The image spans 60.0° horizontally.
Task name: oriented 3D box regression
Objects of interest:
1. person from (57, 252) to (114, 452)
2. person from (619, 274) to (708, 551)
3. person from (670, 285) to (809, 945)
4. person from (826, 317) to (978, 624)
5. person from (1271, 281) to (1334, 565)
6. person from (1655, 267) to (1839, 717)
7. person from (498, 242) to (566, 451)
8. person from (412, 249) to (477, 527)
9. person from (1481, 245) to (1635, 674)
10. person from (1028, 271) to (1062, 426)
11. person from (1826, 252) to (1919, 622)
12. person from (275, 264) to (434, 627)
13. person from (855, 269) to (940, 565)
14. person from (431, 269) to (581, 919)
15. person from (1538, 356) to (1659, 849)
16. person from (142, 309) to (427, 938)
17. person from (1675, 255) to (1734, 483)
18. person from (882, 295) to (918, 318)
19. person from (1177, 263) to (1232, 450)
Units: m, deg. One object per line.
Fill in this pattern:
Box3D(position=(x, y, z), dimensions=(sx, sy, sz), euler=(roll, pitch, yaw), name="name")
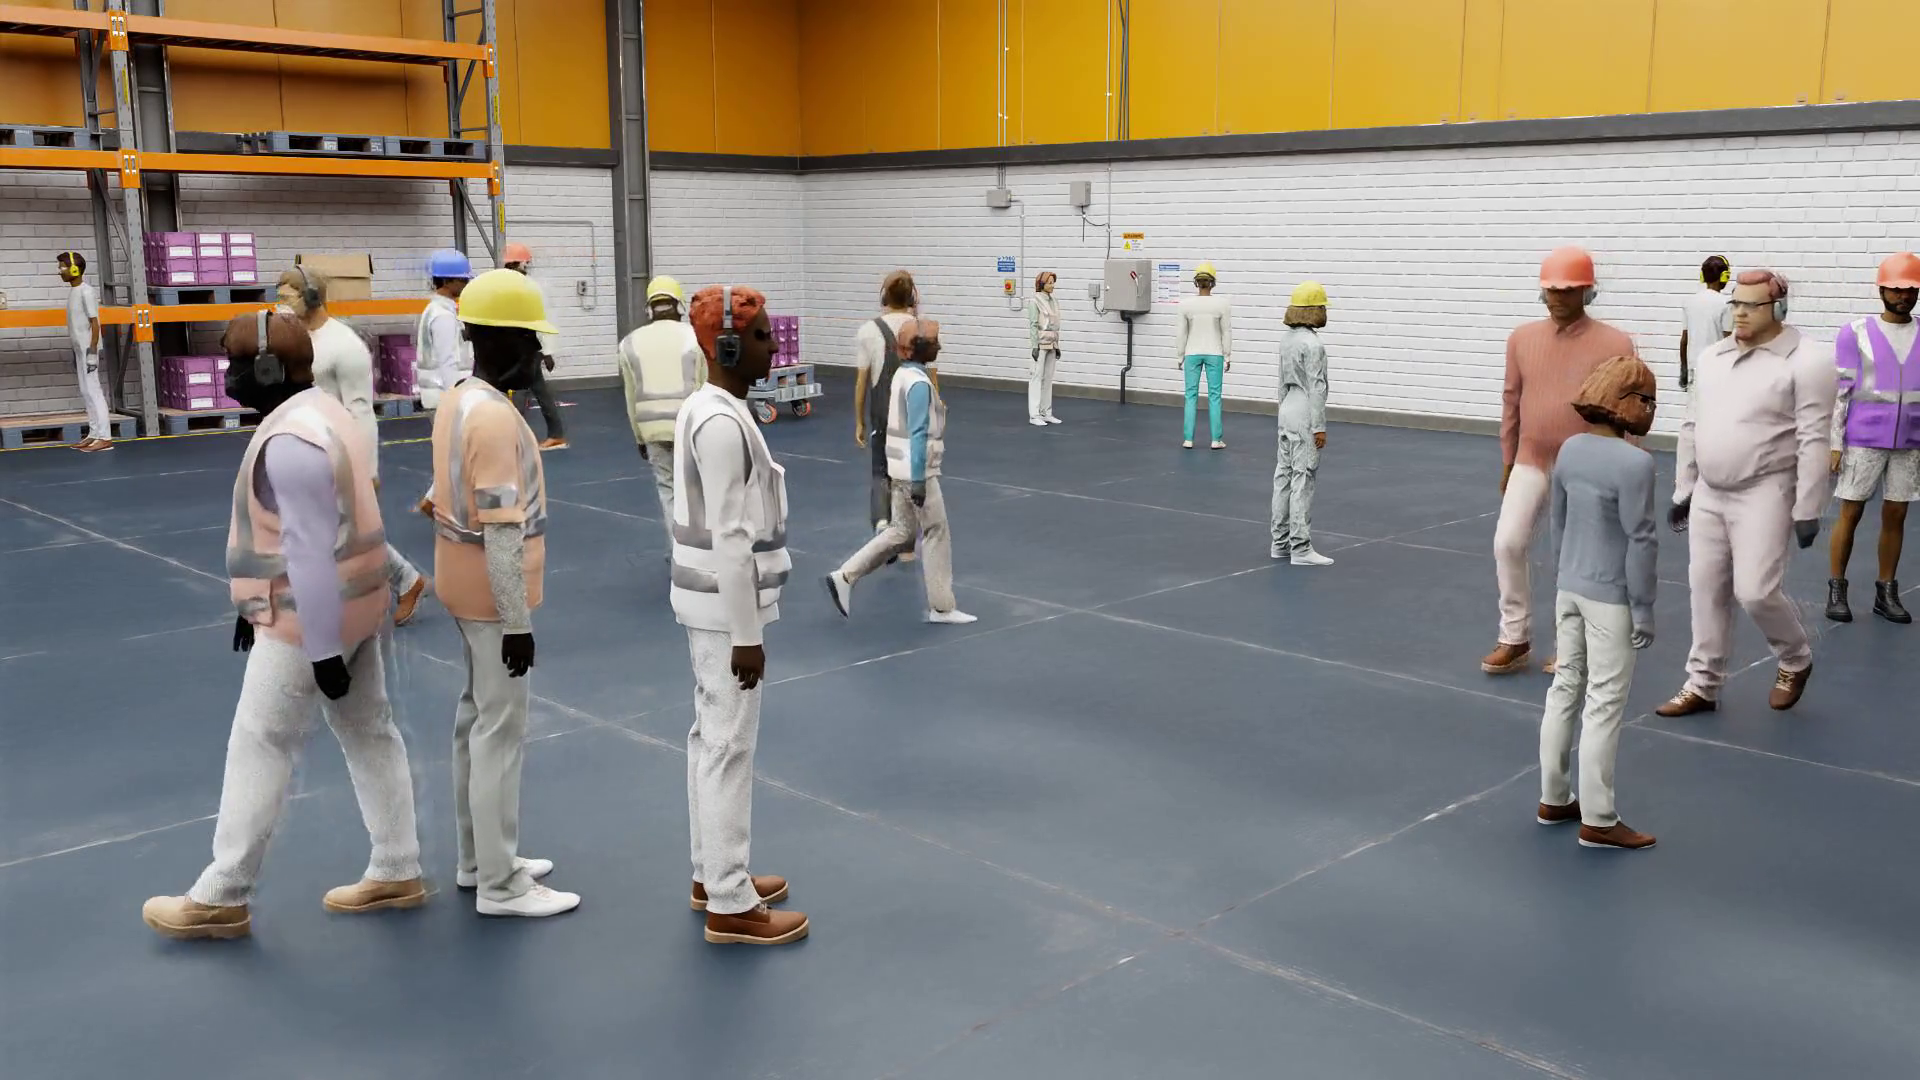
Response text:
Box3D(position=(-8.240, -1.764, 15.645), dimensions=(0.312, 1.864, 0.532), euler=(-9, 14, -42), name="person")
Box3D(position=(-1.657, -0.634, 9.684), dimensions=(0.623, 1.798, 0.479), euler=(1, 10, 7), name="person")
Box3D(position=(-0.654, 0.215, 4.802), dimensions=(0.353, 1.883, 0.573), euler=(-3, 11, -14), name="person")
Box3D(position=(-0.303, -0.345, 8.598), dimensions=(0.720, 1.616, 0.523), euler=(-2, 11, -12), name="person")
Box3D(position=(2.130, -0.720, 10.282), dimensions=(0.296, 1.744, 0.487), euler=(-3, 11, -16), name="person")
Box3D(position=(3.281, -0.179, 6.934), dimensions=(0.573, 1.898, 0.656), euler=(-5, 11, -23), name="person")
Box3D(position=(-4.105, -1.767, 15.425), dimensions=(0.996, 1.940, 0.628), euler=(-8, 13, -37), name="person")
Box3D(position=(-3.314, -0.926, 10.886), dimensions=(0.436, 1.927, 0.634), euler=(-3, 11, -16), name="person")
Box3D(position=(2.699, -0.335, 7.538), dimensions=(0.637, 1.966, 0.684), euler=(9, 14, 41), name="person")
Box3D(position=(0.902, -2.044, 17.790), dimensions=(0.309, 1.639, 0.514), euler=(7, 12, 33), name="person")
Box3D(position=(4.834, -0.525, 8.686), dimensions=(0.552, 1.936, 0.359), euler=(1, 10, 8), name="person")
Box3D(position=(-3.069, -0.414, 8.233), dimensions=(0.617, 1.901, 0.992), euler=(8, 13, 38), name="person")
Box3D(position=(-0.377, -0.709, 10.025), dimensions=(0.518, 1.827, 0.670), euler=(0, 10, 0), name="person")
Box3D(position=(-1.369, 0.162, 4.980), dimensions=(0.382, 1.923, 0.591), euler=(-5, 11, -24), name="person")
Box3D(position=(2.144, 0.203, 5.548), dimensions=(0.287, 1.633, 0.497), euler=(-2, 11, -13), name="person")
Box3D(position=(-2.003, 0.248, 4.830), dimensions=(0.858, 1.806, 0.625), euler=(-1, 10, -8), name="person")
Box3D(position=(6.038, -1.356, 13.429), dimensions=(0.332, 1.864, 0.519), euler=(-5, 12, -26), name="person")
Box3D(position=(-0.763, -2.496, 20.389), dimensions=(0.888, 1.589, 0.536), euler=(9, 14, 41), name="person")
Box3D(position=(2.313, -1.732, 15.756), dimensions=(0.522, 1.763, 0.320), euler=(3, 11, 15), name="person")
